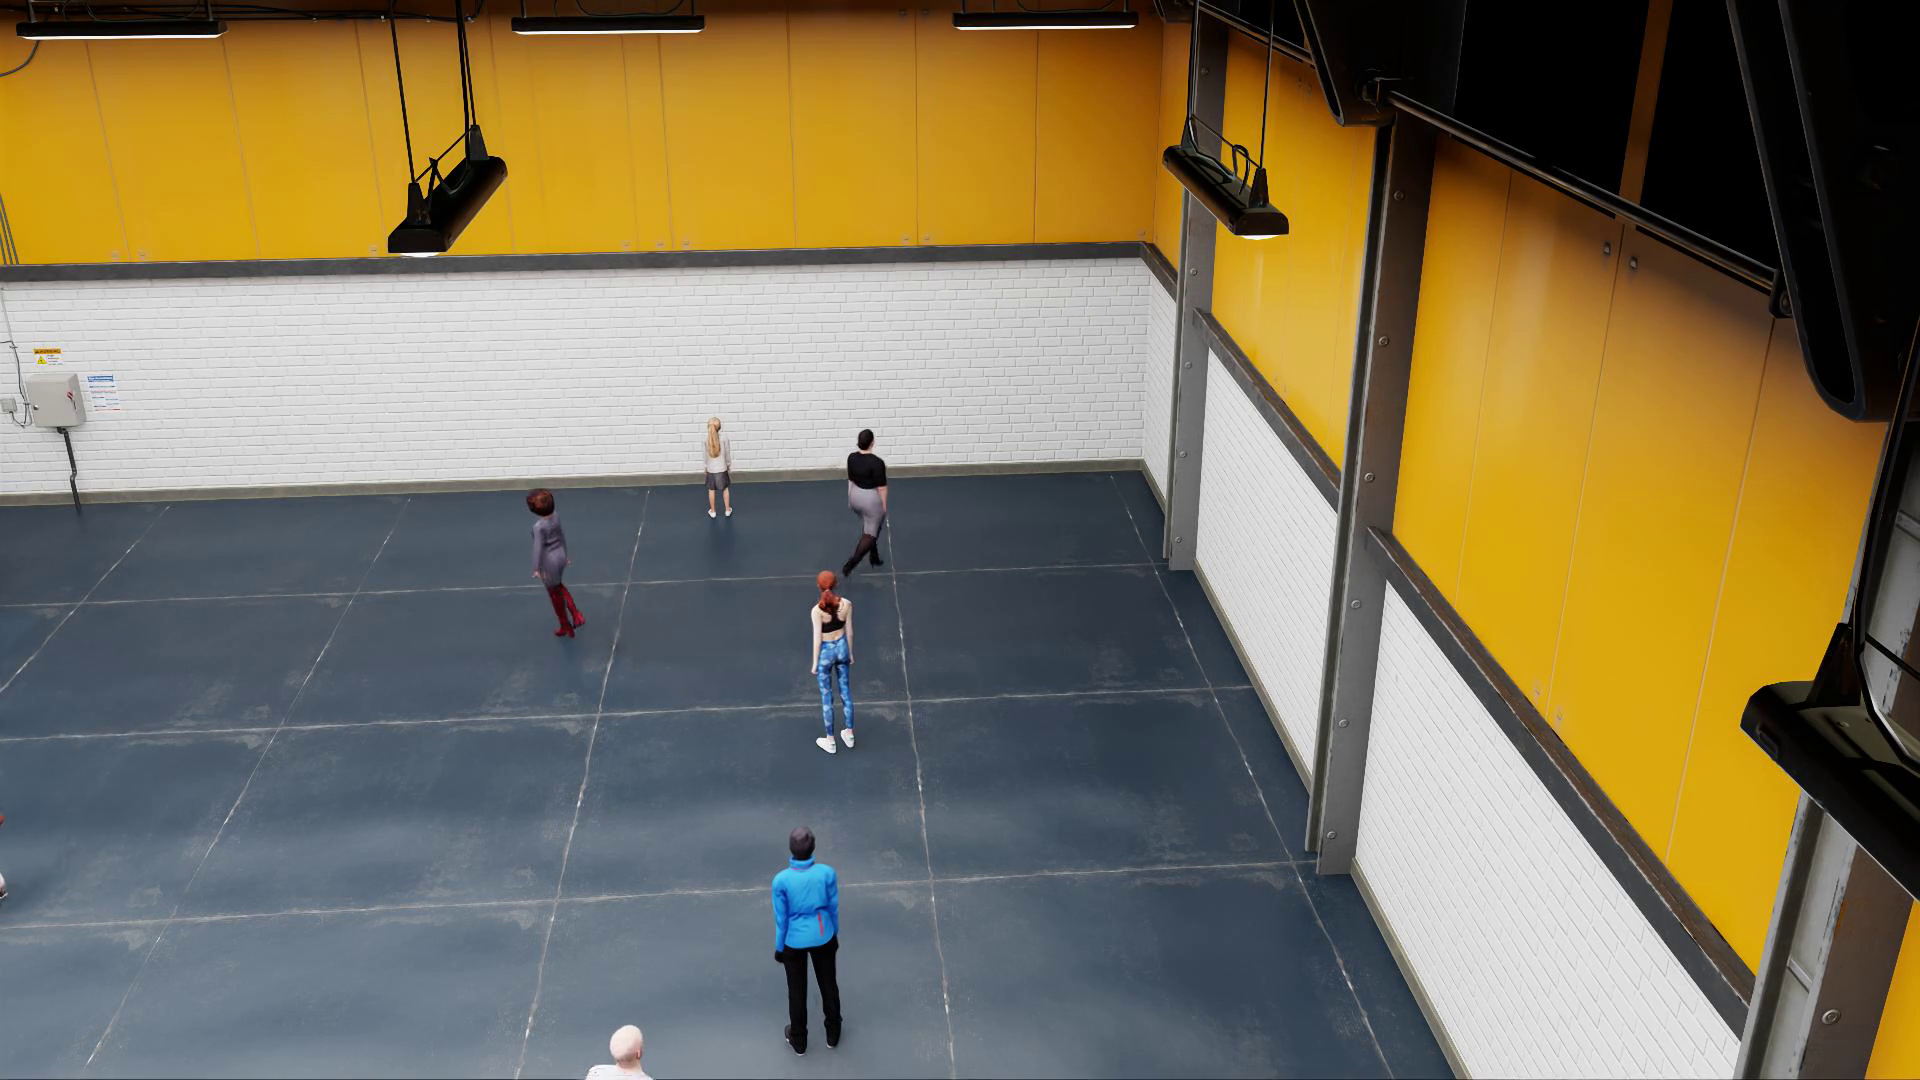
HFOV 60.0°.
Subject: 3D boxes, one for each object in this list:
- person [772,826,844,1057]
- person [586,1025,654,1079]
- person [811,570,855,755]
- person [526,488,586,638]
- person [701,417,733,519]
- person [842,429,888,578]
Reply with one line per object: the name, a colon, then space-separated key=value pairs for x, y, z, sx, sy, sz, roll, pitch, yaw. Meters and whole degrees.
person: x=-1.038 y=2.740 z=11.372 sx=0.655 sy=1.792 sz=0.603 roll=-6 pitch=24 yaw=-14
person: x=-1.912 y=3.593 z=9.429 sx=1.004 sy=1.785 sz=1.290 roll=7 pitch=25 yaw=16
person: x=-1.163 y=1.096 z=15.142 sx=0.664 sy=1.785 sz=0.686 roll=-14 pitch=27 yaw=-29
person: x=-4.128 y=0.269 z=17.145 sx=0.824 sy=1.696 sz=0.753 roll=11 pitch=26 yaw=23
person: x=-2.973 y=-0.901 z=20.346 sx=0.523 sy=1.276 sz=0.534 roll=-4 pitch=24 yaw=-10
person: x=-1.076 y=-0.362 z=18.540 sx=1.073 sy=1.736 sz=1.176 roll=16 pitch=28 yaw=32
